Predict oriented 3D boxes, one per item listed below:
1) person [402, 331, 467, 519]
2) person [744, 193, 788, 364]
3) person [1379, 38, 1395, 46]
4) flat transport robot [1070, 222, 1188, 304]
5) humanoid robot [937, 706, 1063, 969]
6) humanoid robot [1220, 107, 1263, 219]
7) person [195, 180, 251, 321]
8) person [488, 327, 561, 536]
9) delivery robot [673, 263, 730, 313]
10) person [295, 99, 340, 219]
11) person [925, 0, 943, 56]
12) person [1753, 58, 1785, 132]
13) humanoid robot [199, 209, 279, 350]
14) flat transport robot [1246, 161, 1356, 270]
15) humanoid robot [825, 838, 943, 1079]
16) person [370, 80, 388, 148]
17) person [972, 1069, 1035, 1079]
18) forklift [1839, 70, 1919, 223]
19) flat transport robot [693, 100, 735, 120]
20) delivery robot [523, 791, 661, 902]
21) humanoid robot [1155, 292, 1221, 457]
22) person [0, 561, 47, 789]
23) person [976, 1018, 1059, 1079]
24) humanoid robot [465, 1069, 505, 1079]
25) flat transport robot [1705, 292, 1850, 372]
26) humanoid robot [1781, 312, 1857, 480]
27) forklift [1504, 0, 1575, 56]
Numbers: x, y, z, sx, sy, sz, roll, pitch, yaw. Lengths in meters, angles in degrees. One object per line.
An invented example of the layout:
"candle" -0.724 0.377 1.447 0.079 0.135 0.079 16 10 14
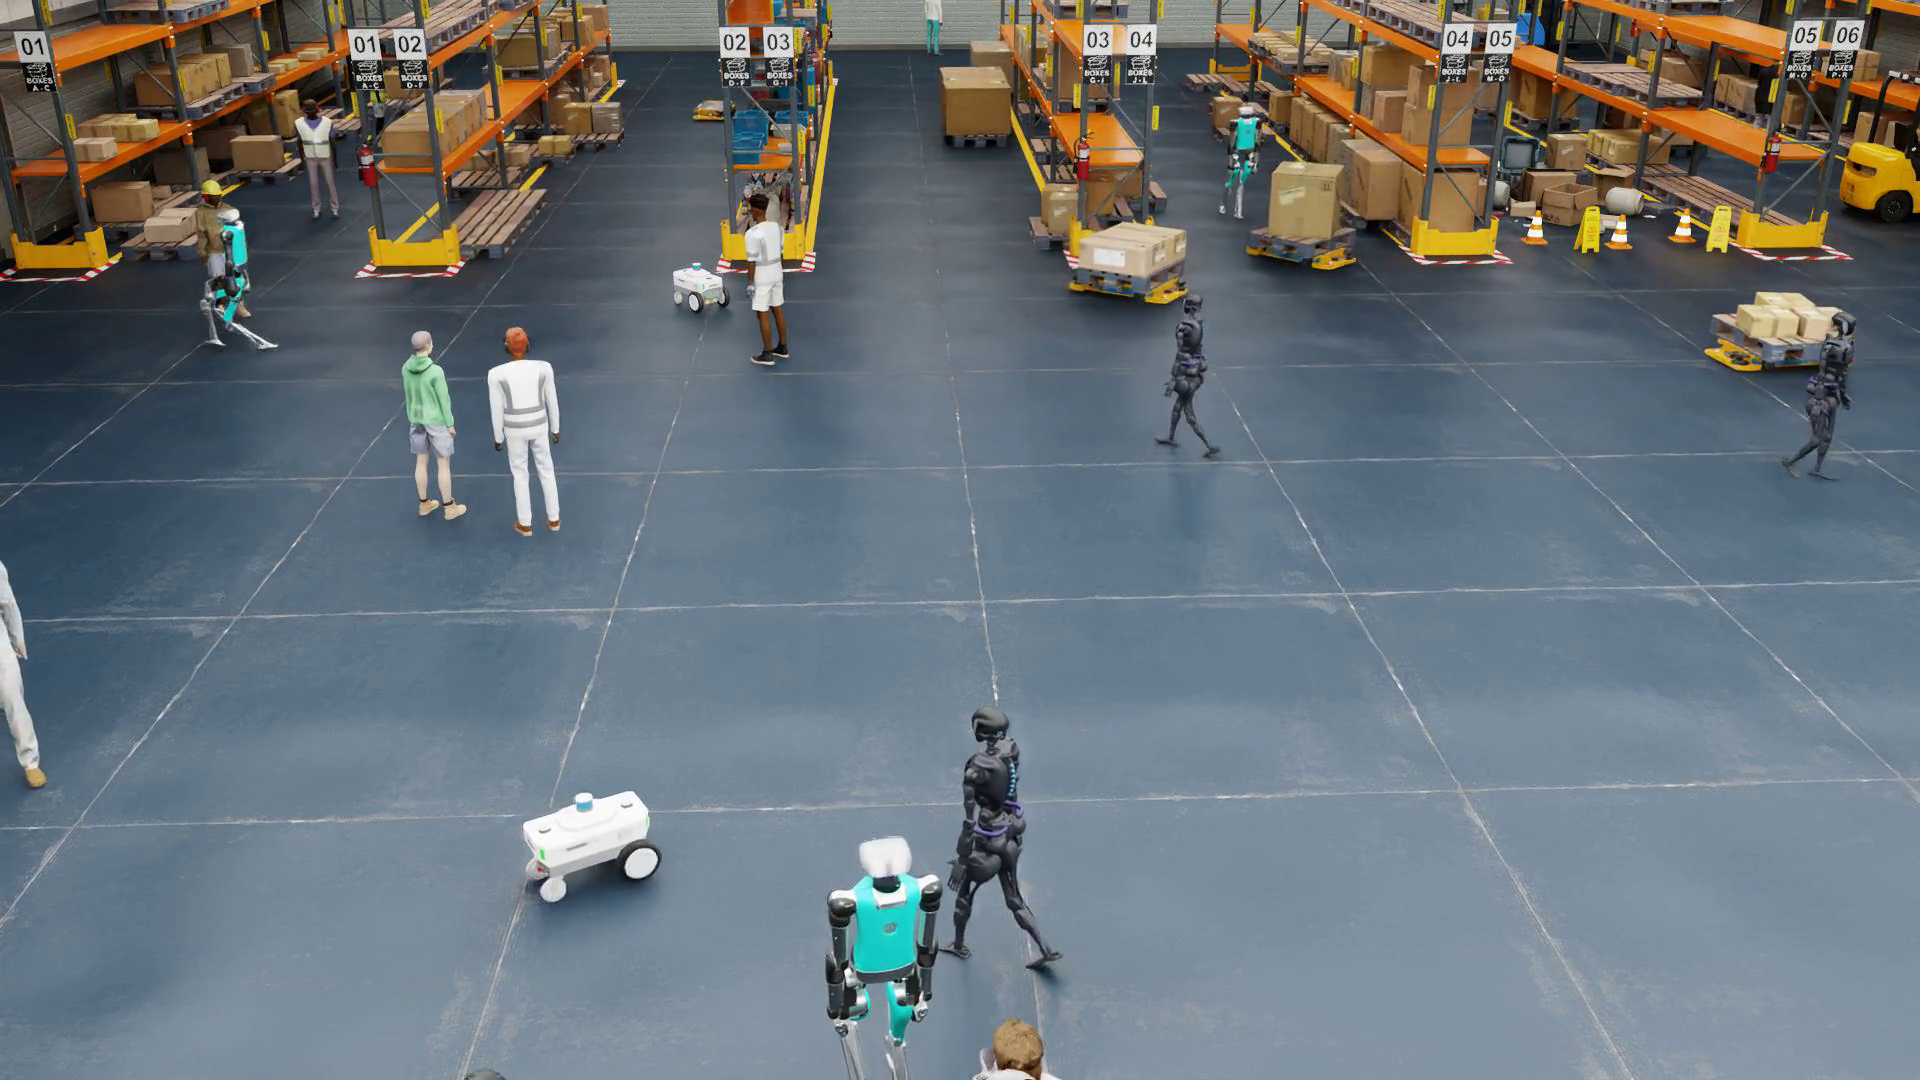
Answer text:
"person" -4.781 -1.031 14.991 0.471 1.735 0.324 9 25 19
"person" -2.250 -3.022 19.210 0.393 1.950 0.617 14 27 28
"person" 10.899 -12.920 41.683 0.976 1.742 0.608 -4 24 -9
"flat transport robot" 2.243 -3.384 22.077 1.431 0.231 0.659 15 28 30
"humanoid robot" 0.207 1.646 9.092 0.738 1.640 0.609 14 27 28
"humanoid robot" 4.315 -5.849 25.935 0.546 1.877 0.811 -6 25 -12
"person" -9.241 -3.628 20.796 0.415 1.756 0.545 21 32 39
"person" -3.808 -0.951 14.624 0.582 1.882 0.338 -12 27 -24
"delivery robot" -3.362 -3.262 21.455 0.499 0.599 0.774 -21 31 -39
"person" -9.974 -5.935 25.882 0.560 1.838 0.387 -6 25 -14
"person" -0.657 -13.291 42.496 0.531 1.766 0.314 18 30 35
"person" 14.848 -8.016 30.548 0.403 1.852 0.538 -21 31 -39
"humanoid robot" -8.666 -2.980 19.441 1.035 1.775 0.549 -1 24 -2
"flat transport robot" 4.851 -4.105 23.696 1.431 0.231 0.659 22 32 40
"humanoid robot" -0.426 2.112 7.981 0.542 1.833 0.782 -8 25 -16
"person" -10.890 -8.231 31.218 0.320 1.694 0.532 -5 24 -11
"person" 0.022 2.741 6.349 0.675 1.867 0.568 -3 24 -6
"forklift" 15.132 -6.143 25.915 2.313 2.155 1.214 -1 24 -2
"flat transport robot" -5.093 -8.903 34.477 0.659 0.231 1.431 1 24 1
"delivery robot" -2.228 1.813 10.071 0.811 0.613 0.499 -14 28 -29
"humanoid robot" 2.301 -1.636 16.496 0.763 1.650 0.608 15 28 30
"person" -6.482 0.694 10.973 0.573 1.857 0.930 -16 28 -31
"person" 0.189 2.631 6.561 0.512 1.904 0.527 -9 26 -20
"humanoid robot" -1.863 2.782 6.548 0.591 1.633 0.734 9 26 19
"flat transport robot" 9.519 -2.183 19.377 1.431 0.231 0.659 -4 24 -9
"humanoid robot" 8.239 -1.382 15.847 0.588 1.651 0.395 -18 30 -35
"forklift" 14.700 -13.805 42.301 1.873 2.768 1.129 -1 24 -2
